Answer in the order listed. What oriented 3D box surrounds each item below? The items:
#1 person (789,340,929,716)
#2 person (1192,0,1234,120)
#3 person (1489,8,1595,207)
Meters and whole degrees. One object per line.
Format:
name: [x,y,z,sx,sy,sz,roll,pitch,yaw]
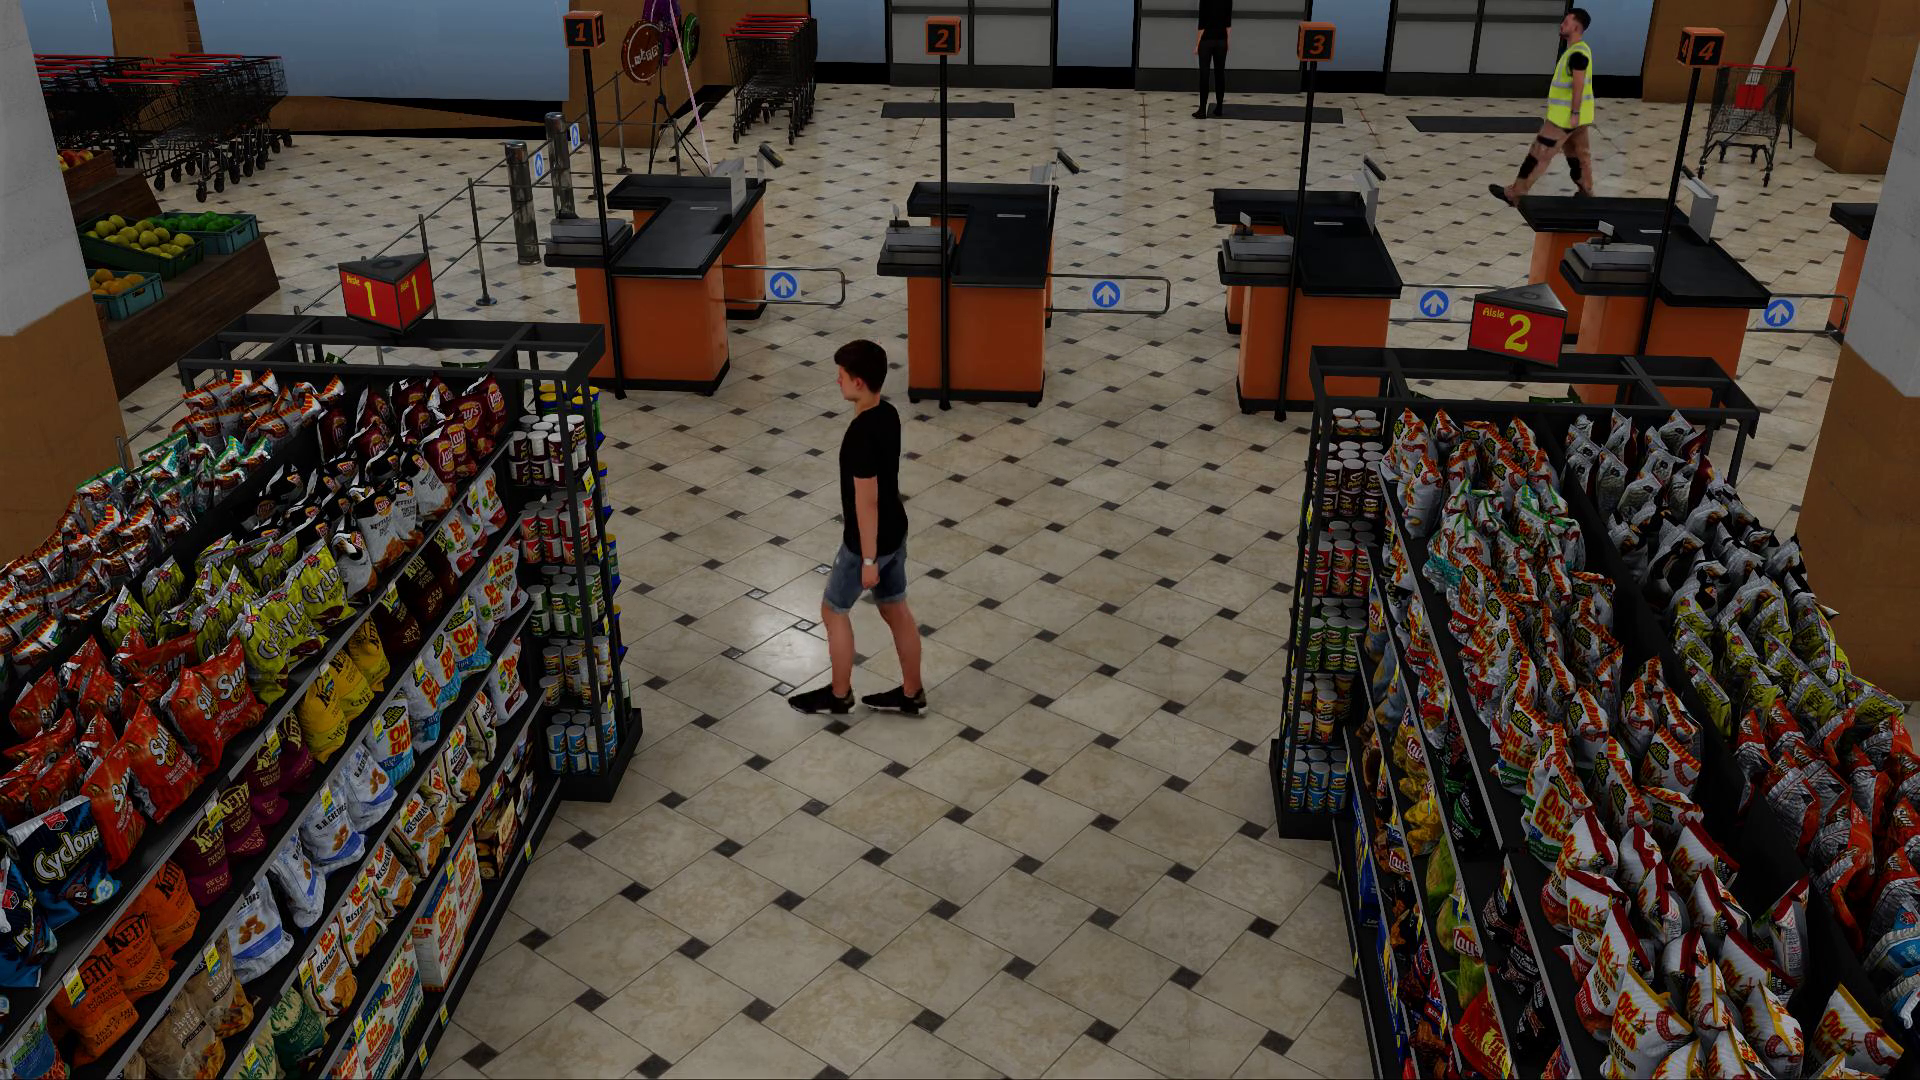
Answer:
person: [-0.297,0.003,7.447,0.830,1.829,0.846,6,27,11]
person: [2.845,-5.575,18.653,0.641,1.642,0.619,-8,28,-15]
person: [5.565,-3.840,15.065,1.017,1.792,1.191,11,29,21]
